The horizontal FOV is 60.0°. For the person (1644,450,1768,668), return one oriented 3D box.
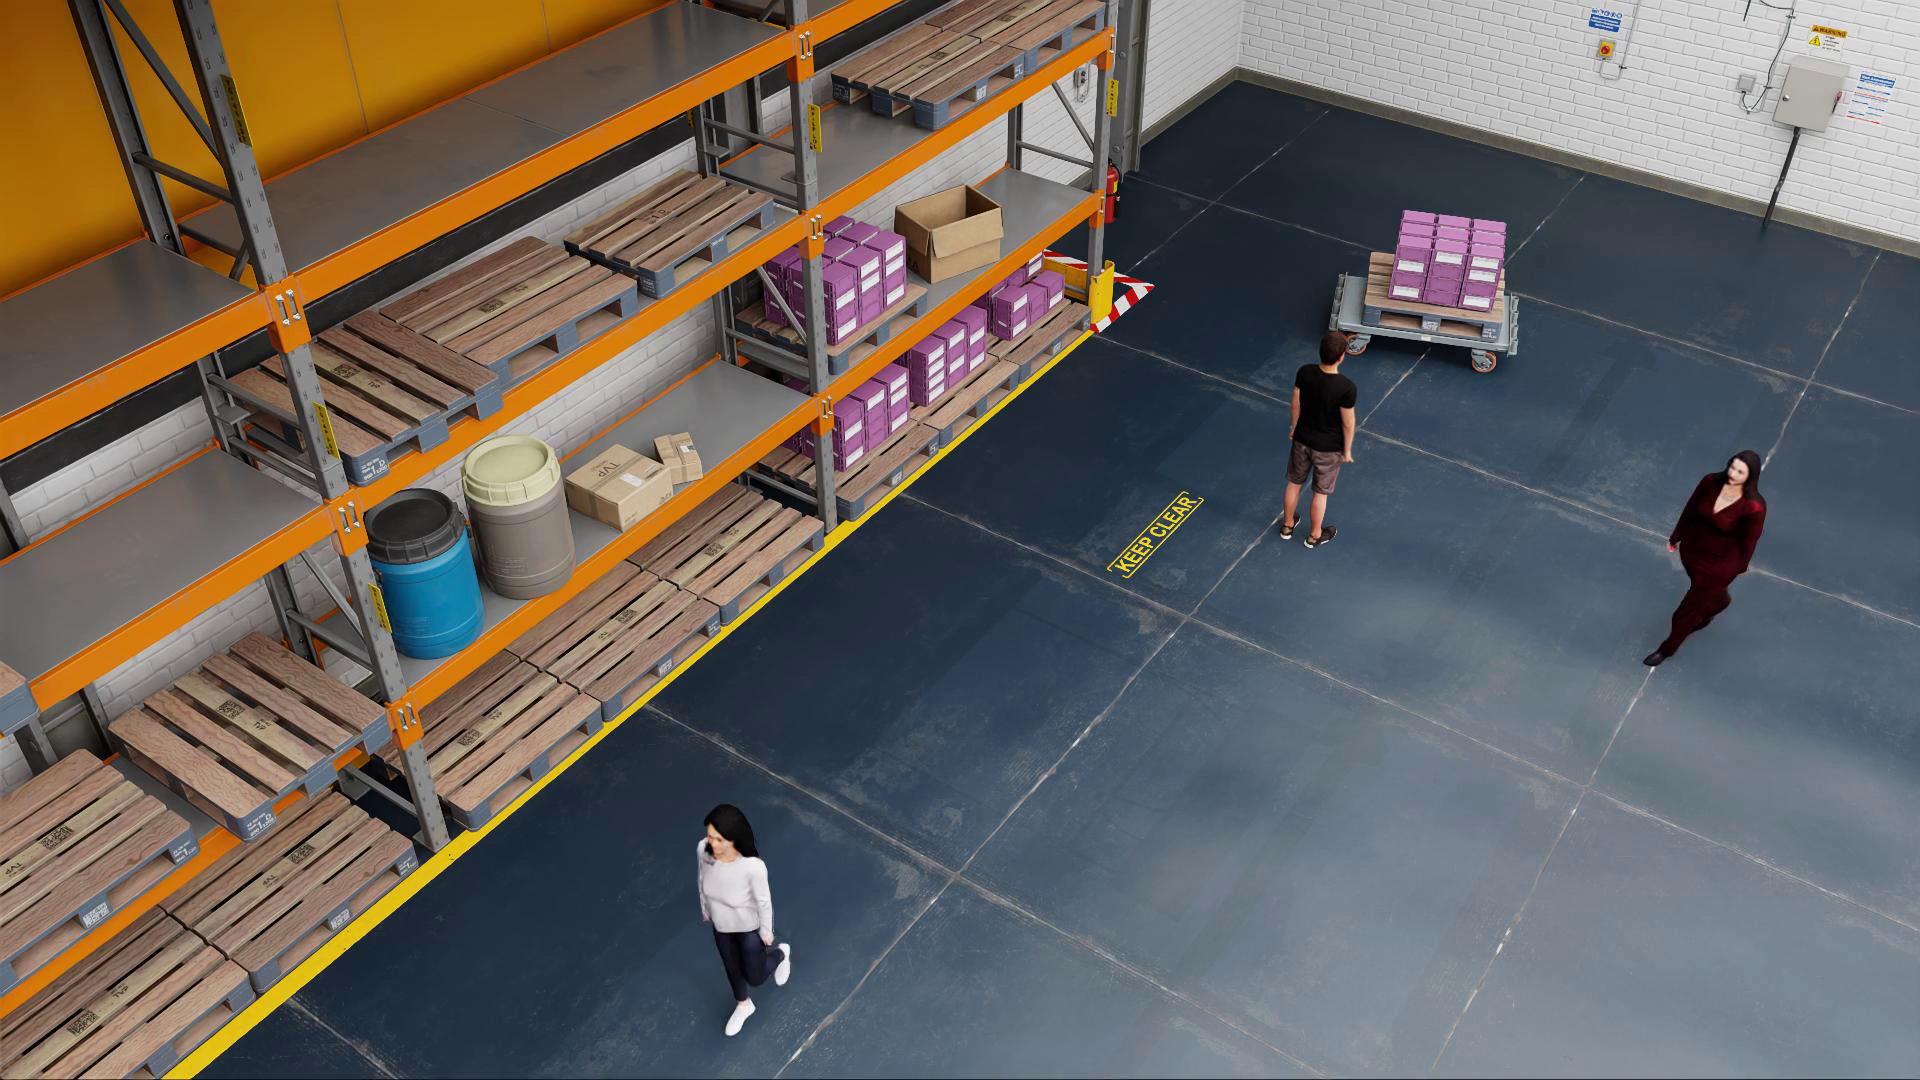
[{"bbox_3d":[5.306,0.074,11.633,1.240,1.702,1.012,-18,42,-21],"label":"person"}]

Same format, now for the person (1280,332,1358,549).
[{"bbox_3d":[2.692,-0.759,12.547,0.683,1.862,0.570,25,45,28],"label":"person"}]

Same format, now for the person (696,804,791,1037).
[{"bbox_3d":[-1.172,2.036,9.183,0.685,1.693,0.820,18,42,21],"label":"person"}]
